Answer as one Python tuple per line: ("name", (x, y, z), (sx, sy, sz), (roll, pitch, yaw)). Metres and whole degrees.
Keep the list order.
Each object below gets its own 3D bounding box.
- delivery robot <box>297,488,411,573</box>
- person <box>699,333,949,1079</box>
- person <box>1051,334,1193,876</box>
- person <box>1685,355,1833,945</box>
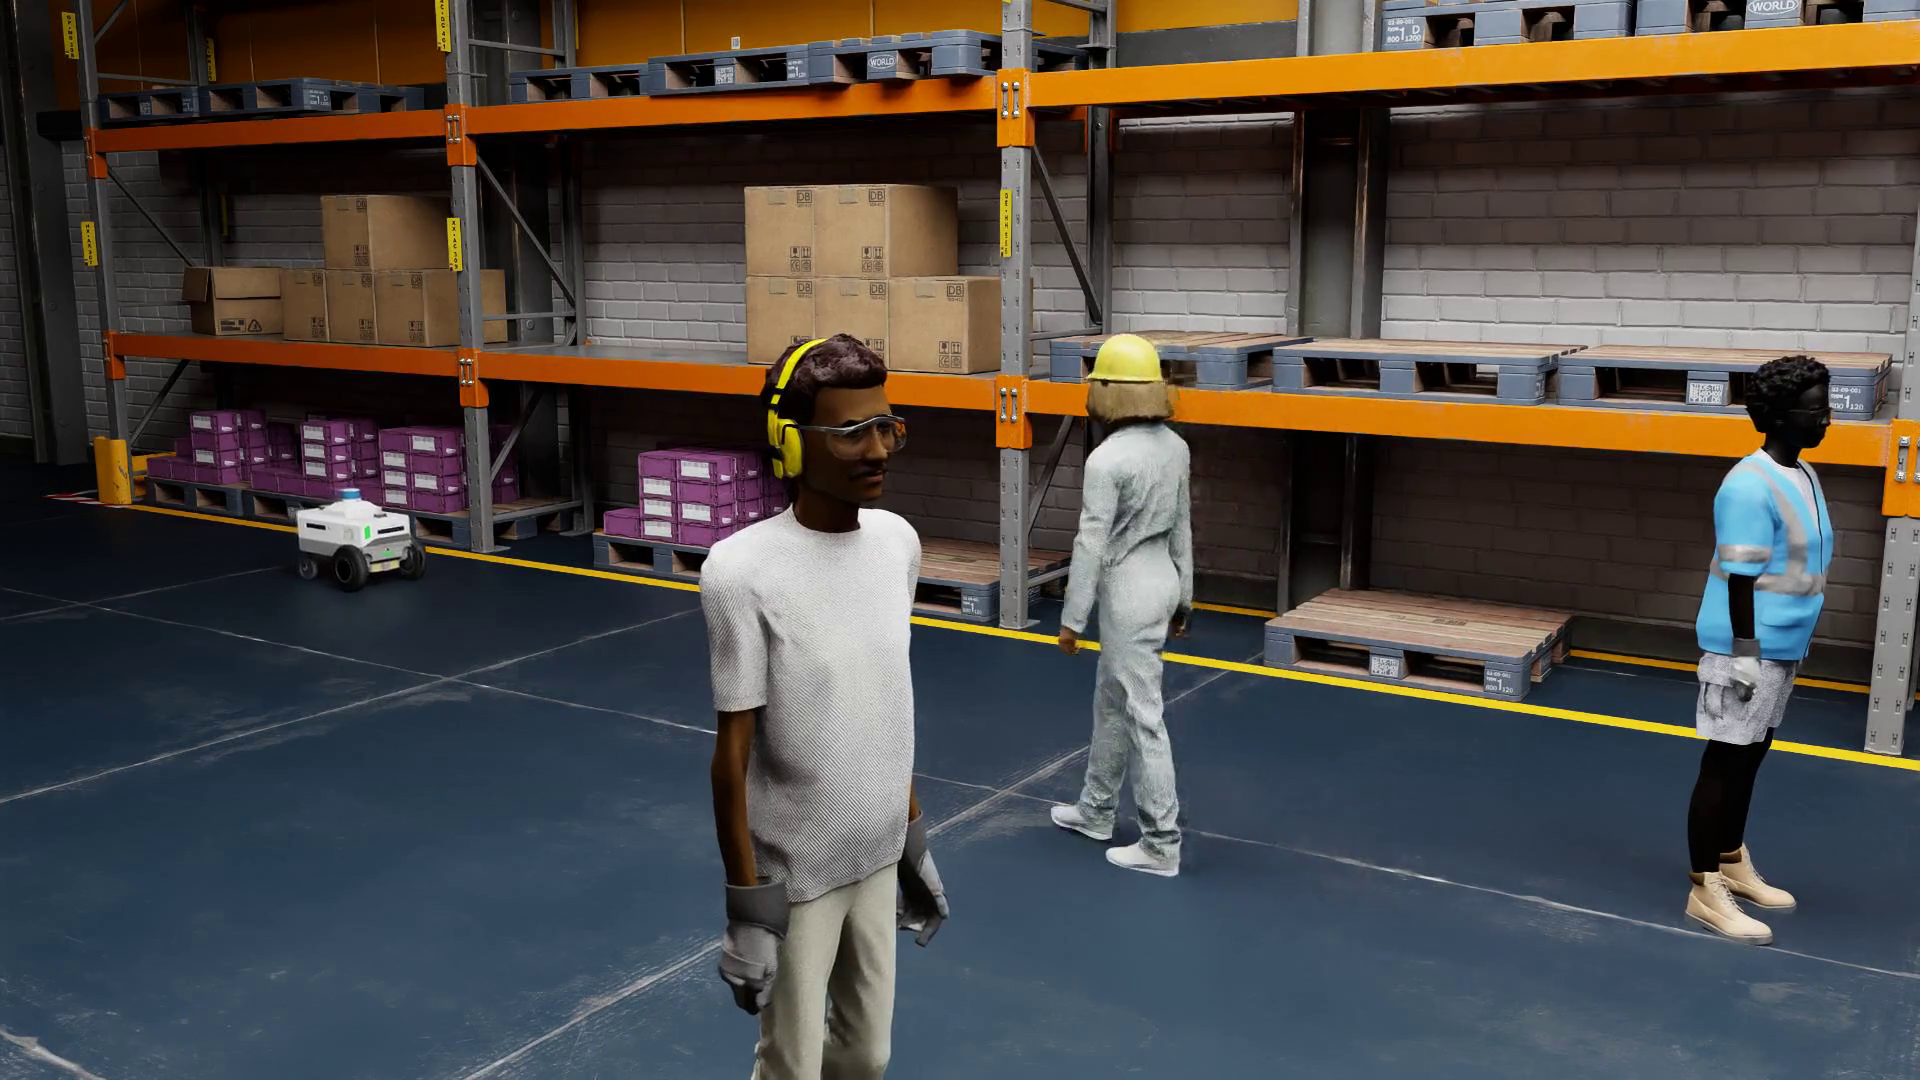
("delivery robot", (-3.587, -0.062, 9.835), (0.707, 0.478, 0.477), (7, 12, 34))
("person", (-0.212, 0.583, 2.886), (0.325, 1.866, 0.521), (8, 13, 36))
("person", (0.460, 0.201, 5.376), (0.711, 1.717, 0.507), (8, 13, 36))
("person", (2.345, 0.308, 4.875), (0.322, 1.697, 0.533), (9, 14, 41))
